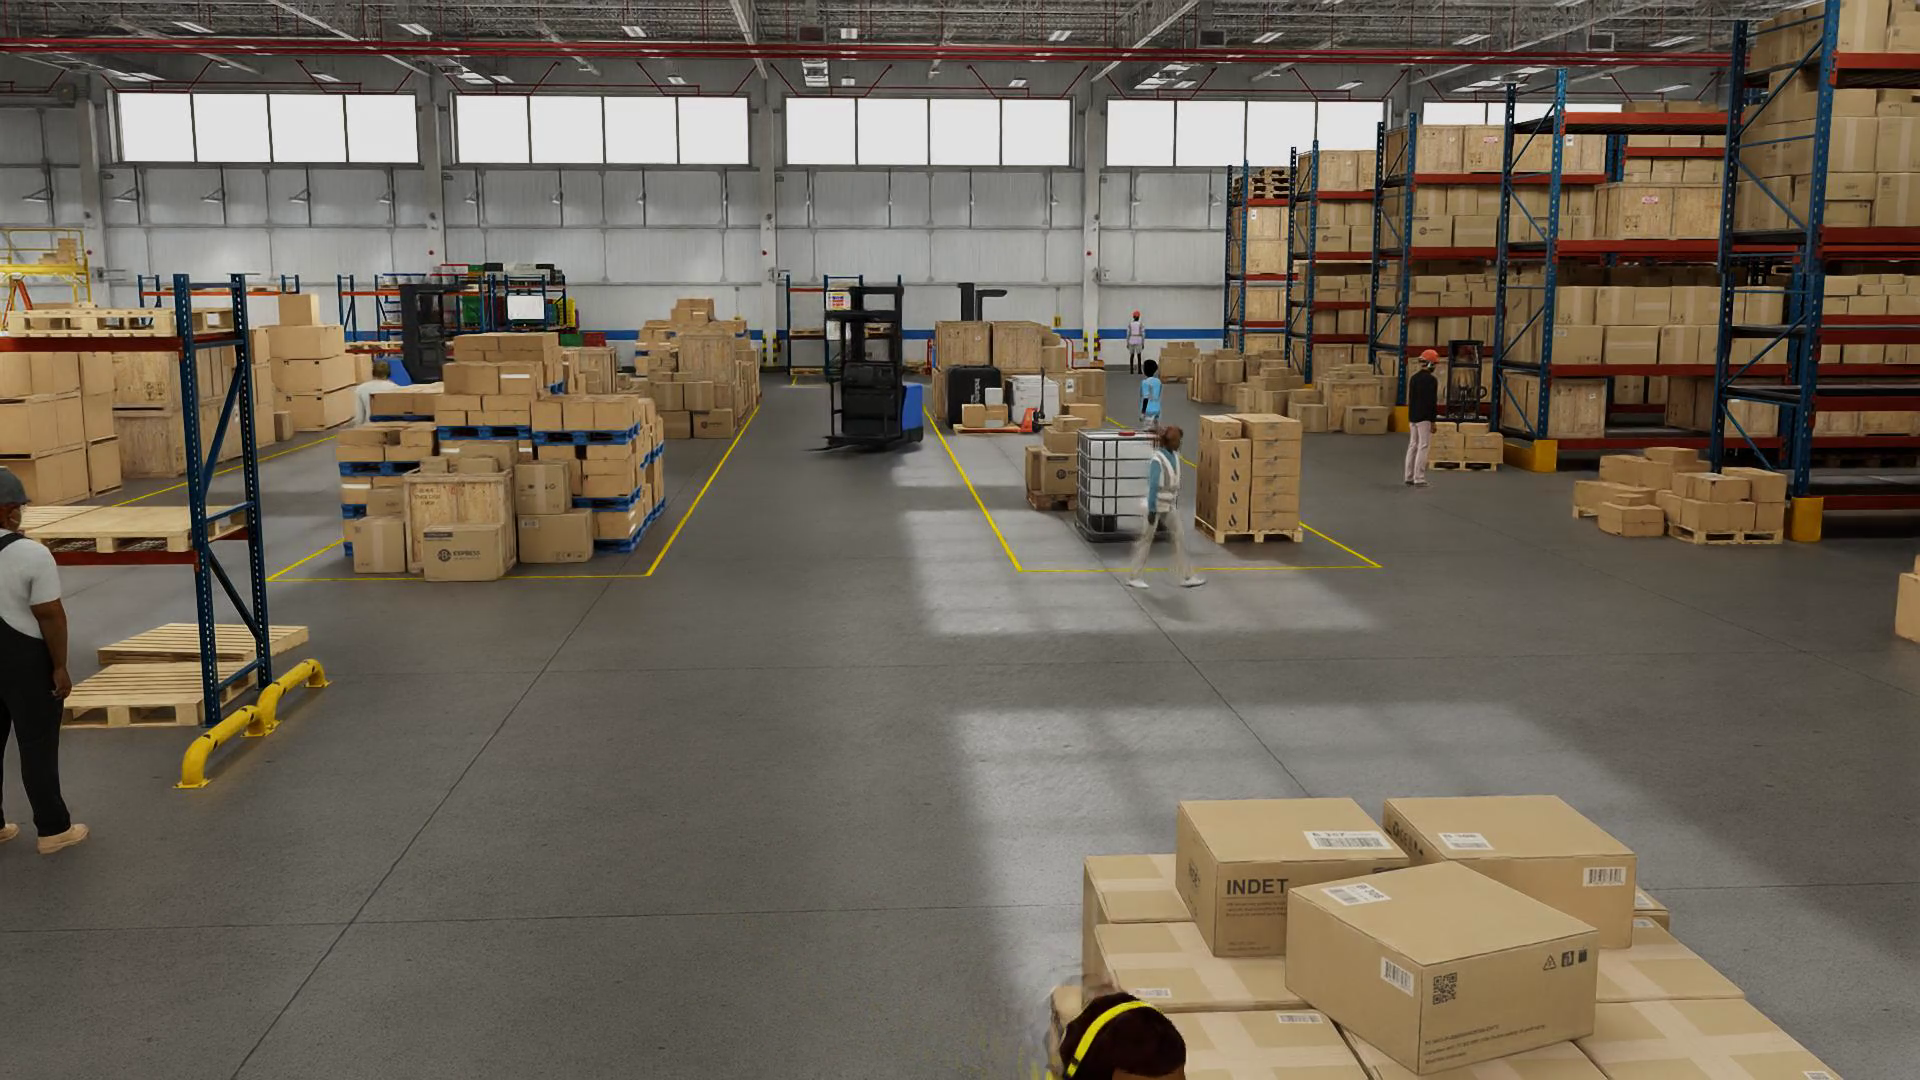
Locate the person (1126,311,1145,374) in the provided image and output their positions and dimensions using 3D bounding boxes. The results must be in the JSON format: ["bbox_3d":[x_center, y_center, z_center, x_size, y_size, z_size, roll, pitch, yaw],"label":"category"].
[{"bbox_3d":[5.376,-6.042,50.923,0.583,1.934,0.390,2,9,10],"label":"person"}]

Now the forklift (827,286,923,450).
[{"bbox_3d":[-1.447,-3.052,29.196,1.129,2.768,1.873,3,10,20],"label":"forklift"}]

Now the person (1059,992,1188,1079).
[{"bbox_3d":[0.315,1.670,2.778,0.564,1.841,0.797,-6,11,-35],"label":"person"}]

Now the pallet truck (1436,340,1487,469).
[{"bbox_3d":[8.004,-2.170,26.422,0.823,1.965,1.885,2,9,14],"label":"pallet truck"}]

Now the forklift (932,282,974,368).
[{"bbox_3d":[0.184,-5.571,45.012,1.873,2.768,1.129,-1,9,-4],"label":"forklift"}]

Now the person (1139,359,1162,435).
[{"bbox_3d":[3.006,-2.013,26.377,0.316,1.695,0.542,6,11,33],"label":"person"}]

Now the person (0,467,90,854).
[{"bbox_3d":[-4.973,0.624,8.739,0.688,2.000,0.536,1,9,4],"label":"person"}]

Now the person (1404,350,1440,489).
[{"bbox_3d":[6.596,-1.713,23.640,0.434,1.977,0.610,-3,9,-16],"label":"person"}]

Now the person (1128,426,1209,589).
[{"bbox_3d":[1.985,-0.293,15.922,0.839,1.586,0.525,7,11,36],"label":"person"}]

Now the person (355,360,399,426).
[{"bbox_3d":[-7.523,-1.394,21.802,0.666,1.914,0.780,-1,9,-6],"label":"person"}]

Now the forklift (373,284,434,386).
[{"bbox_3d":[-12.597,-4.554,38.626,1.873,2.768,1.129,2,9,15],"label":"forklift"}]
